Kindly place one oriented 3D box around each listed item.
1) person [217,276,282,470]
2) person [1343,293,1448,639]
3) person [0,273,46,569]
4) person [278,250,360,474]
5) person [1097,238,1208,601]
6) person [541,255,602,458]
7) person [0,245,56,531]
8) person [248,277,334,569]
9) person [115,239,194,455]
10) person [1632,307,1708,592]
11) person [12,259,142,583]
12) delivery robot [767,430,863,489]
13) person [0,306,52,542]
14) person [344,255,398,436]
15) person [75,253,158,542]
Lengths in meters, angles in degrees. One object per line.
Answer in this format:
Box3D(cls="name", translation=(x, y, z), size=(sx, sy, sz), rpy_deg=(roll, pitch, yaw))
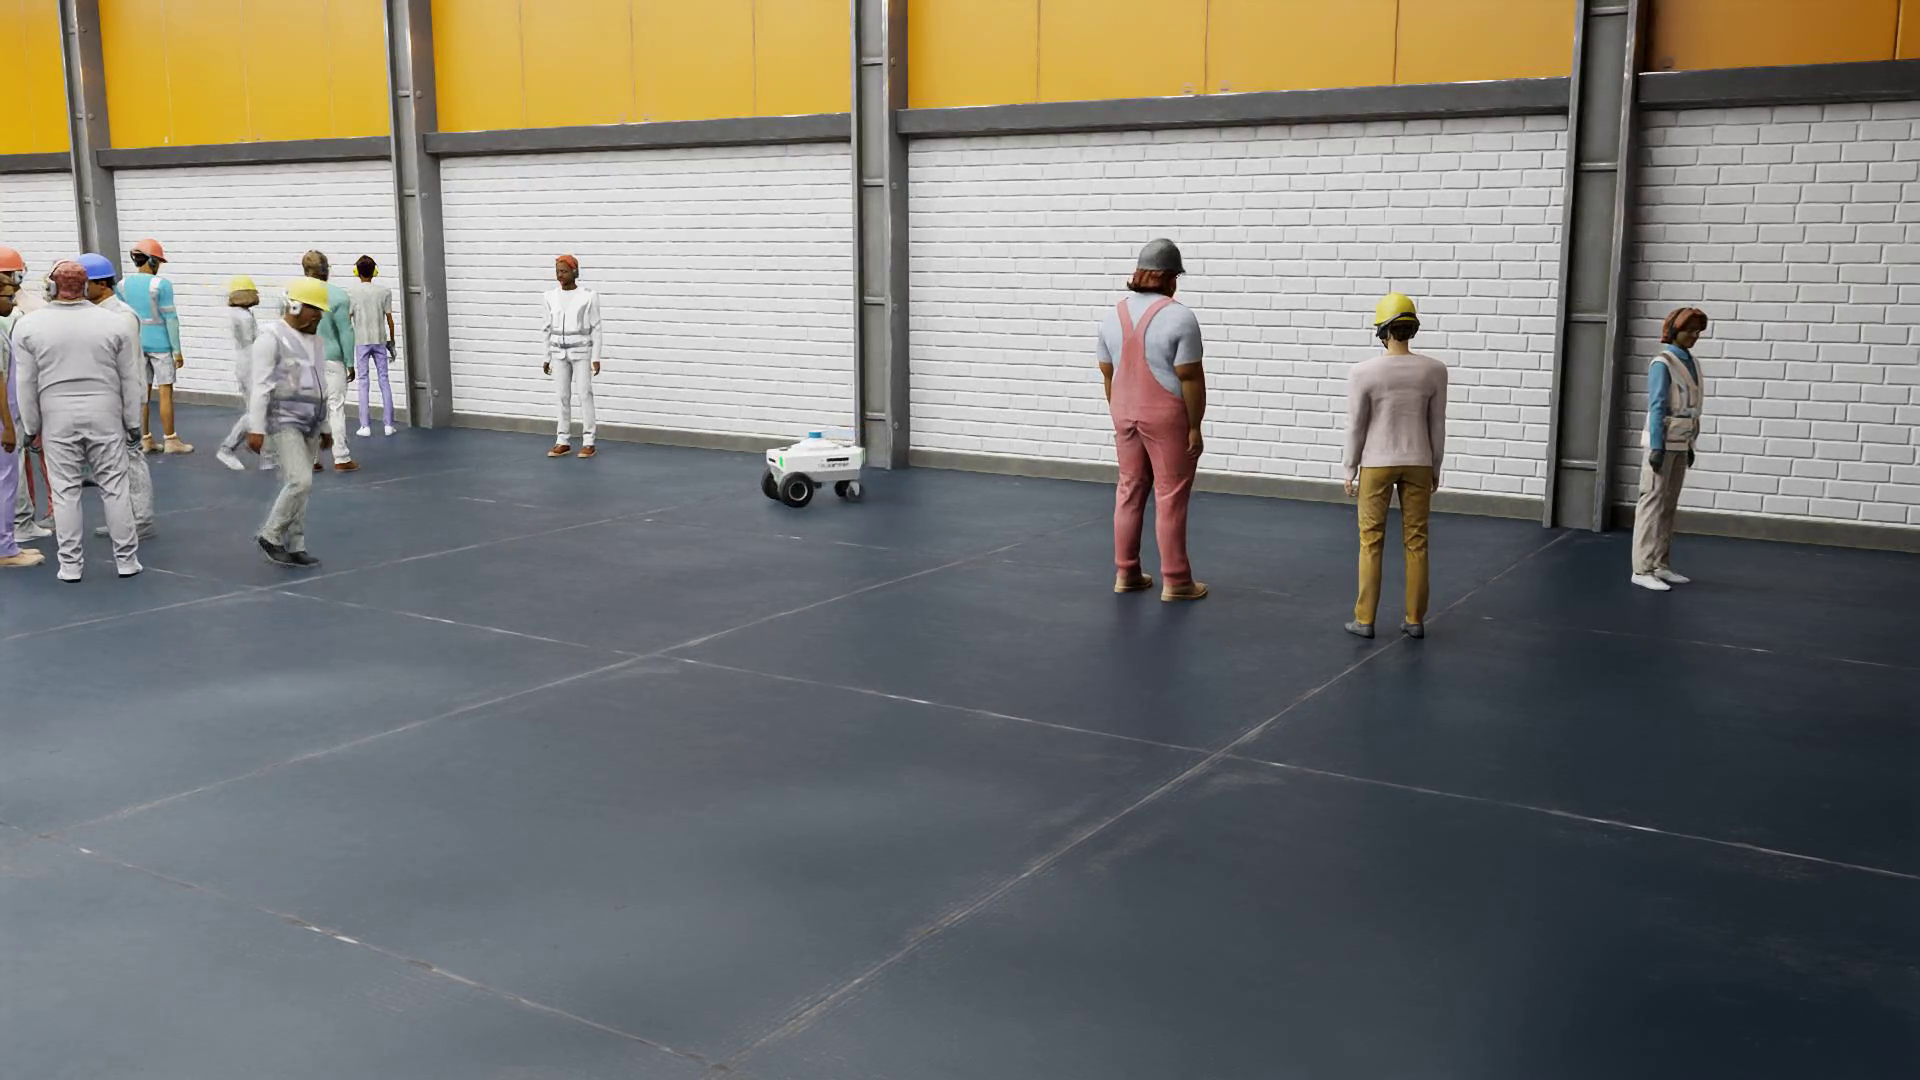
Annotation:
Box3D(cls="person", translation=(-6.286, -1.459, 14.645), size=(0.583, 1.702, 0.547), rpy_deg=(-5, 11, -26))
Box3D(cls="person", translation=(2.197, -0.367, 8.458), size=(0.524, 1.761, 0.339), rpy_deg=(-1, 10, -3))
Box3D(cls="person", translation=(-5.929, -0.731, 10.259), size=(0.345, 1.837, 0.517), rpy_deg=(-8, 13, -39))
Box3D(cls="person", translation=(-5.538, -1.533, 14.414), size=(0.633, 1.938, 0.368), rpy_deg=(0, 10, 2))
Box3D(cls="person", translation=(1.139, -0.686, 9.430), size=(0.538, 2.000, 0.684), rpy_deg=(-10, 14, -44))
Box3D(cls="person", translation=(-3.620, -1.703, 15.500), size=(0.586, 1.882, 0.341), rpy_deg=(2, 11, 13))
Box3D(cls="person", translation=(-6.529, -1.037, 11.542), size=(0.603, 1.985, 0.404), rpy_deg=(3, 11, 16))
Box3D(cls="person", translation=(-4.061, -0.699, 10.192), size=(0.457, 1.791, 0.659), rpy_deg=(2, 10, 12))
Box3D(cls="person", translation=(-7.595, -1.811, 15.685), size=(0.605, 2.034, 0.393), rpy_deg=(2, 11, 14))
Box3D(cls="person", translation=(4.140, -0.531, 9.696), size=(0.515, 1.636, 0.315), rpy_deg=(-10, 14, -44))
Box3D(cls="person", translation=(-5.224, -0.703, 9.891), size=(0.644, 1.911, 0.400), rpy_deg=(-5, 12, -28))
Box3D(cls="delivery robot", translation=(-1.114, -0.604, 12.836), size=(0.707, 0.478, 0.477), rpy_deg=(-5, 11, -25))
Box3D(cls="person", translation=(-6.472, -0.929, 11.118), size=(0.591, 1.919, 0.392), rpy_deg=(0, 10, -2))
Box3D(cls="person", translation=(-6.117, -2.012, 17.255), size=(0.531, 1.871, 0.322), rpy_deg=(-5, 11, -26))
Box3D(cls="person", translation=(-5.711, -0.953, 11.216), size=(0.618, 1.933, 0.420), rpy_deg=(9, 13, 40))
